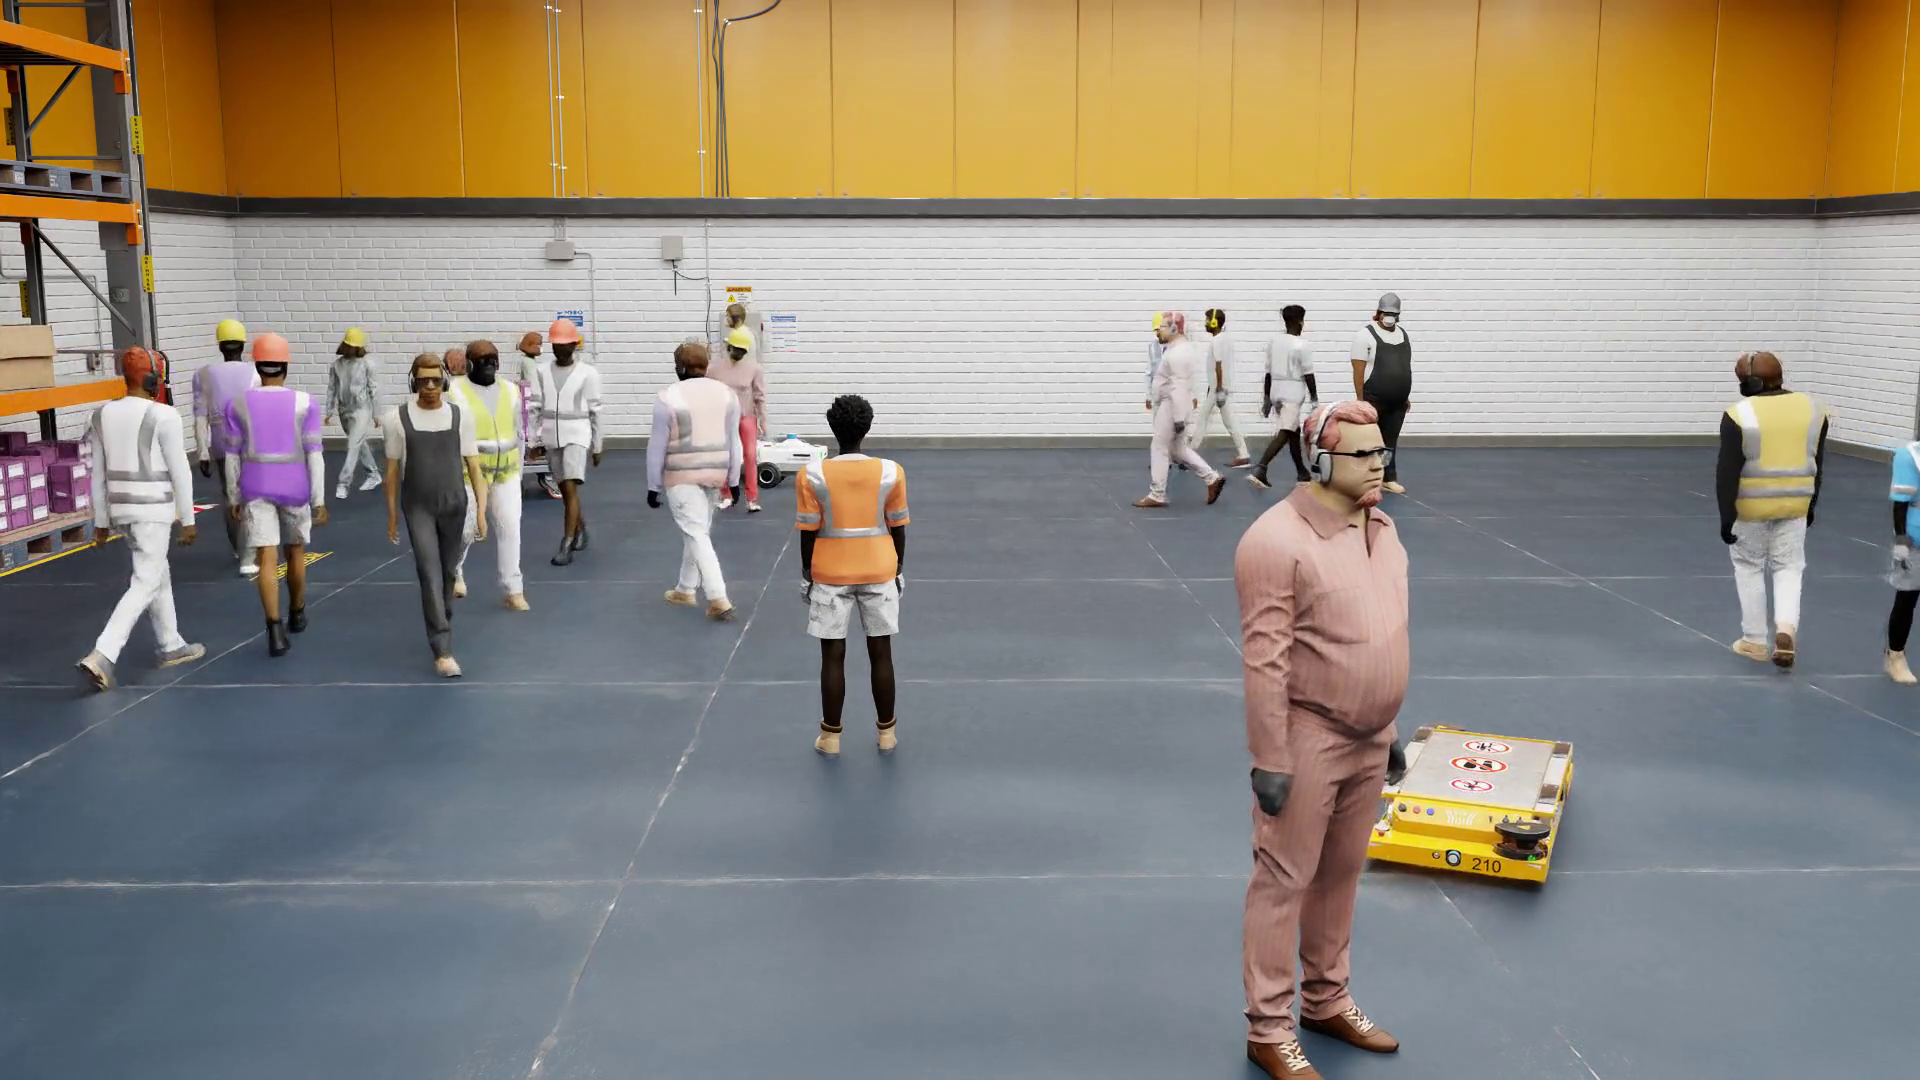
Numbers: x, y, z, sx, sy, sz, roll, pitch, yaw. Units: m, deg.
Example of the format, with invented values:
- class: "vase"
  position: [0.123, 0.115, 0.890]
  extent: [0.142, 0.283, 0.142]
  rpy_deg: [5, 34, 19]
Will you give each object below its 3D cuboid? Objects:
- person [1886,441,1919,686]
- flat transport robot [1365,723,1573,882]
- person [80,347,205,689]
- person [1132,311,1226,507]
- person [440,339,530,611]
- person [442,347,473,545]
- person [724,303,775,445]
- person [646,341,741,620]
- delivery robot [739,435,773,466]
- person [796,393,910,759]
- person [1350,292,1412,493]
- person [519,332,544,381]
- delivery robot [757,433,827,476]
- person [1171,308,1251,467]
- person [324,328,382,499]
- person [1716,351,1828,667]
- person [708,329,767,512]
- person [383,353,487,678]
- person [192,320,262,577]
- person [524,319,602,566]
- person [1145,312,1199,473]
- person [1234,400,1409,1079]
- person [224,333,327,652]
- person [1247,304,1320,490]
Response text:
- class: "person"
  position: [5.175, 0.024, 8.738]
  extent: [0.538, 1.644, 0.879]
  rpy_deg: [1, 9, 7]
- class: "flat transport robot"
  position: [2.114, 1.032, 6.796]
  extent: [0.652, 0.197, 1.431]
  rpy_deg: [4, 10, 23]
- class: "person"
  position: [-4.535, -0.133, 9.138]
  extent: [0.581, 1.852, 0.935]
  rpy_deg: [3, 10, 19]
- class: "person"
  position: [2.088, -1.231, 15.755]
  extent: [0.775, 1.881, 0.643]
  rpy_deg: [3, 10, 16]
- class: "person"
  position: [-3.235, -0.451, 11.198]
  extent: [0.634, 1.816, 0.864]
  rpy_deg: [-8, 12, -39]
- class: "person"
  position: [-4.042, -0.743, 13.514]
  extent: [0.522, 1.628, 0.466]
  rpy_deg: [-8, 12, -40]
- class: "person"
  position: [-2.474, -1.703, 18.644]
  extent: [1.013, 1.892, 0.646]
  rpy_deg: [0, 9, -2]
- class: "person"
  position: [-1.723, -0.396, 10.885]
  extent: [0.637, 1.805, 0.939]
  rpy_deg: [-8, 12, -41]
- class: "delivery robot"
  position: [-2.277, -0.914, 17.575]
  extent: [0.477, 0.478, 0.707]
  rpy_deg: [5, 10, 26]
- class: "person"
  position: [-0.496, 0.172, 7.710]
  extent: [0.533, 1.697, 0.318]
  rpy_deg: [-2, 9, -13]
- class: "person"
  position: [4.292, -1.472, 16.740]
  extent: [0.684, 2.000, 0.536]
  rpy_deg: [-4, 10, -22]
- class: "person"
  position: [-4.674, -1.440, 17.909]
  extent: [0.786, 1.600, 0.524]
  rpy_deg: [-1, 9, -7]
- class: "delivery robot"
  position: [-1.745, -0.871, 17.311]
  extent: [0.707, 0.478, 0.477]
  rpy_deg: [0, 9, 2]
- class: "person"
  position: [2.906, -1.725, 18.983]
  extent: [0.949, 1.821, 0.526]
  rpy_deg: [4, 10, 25]
- class: "person"
  position: [-6.070, -1.287, 16.702]
  extent: [0.525, 1.682, 0.909]
  rpy_deg: [2, 10, 13]
- class: "person"
  position: [4.606, -0.163, 9.439]
  extent: [0.652, 1.801, 0.686]
  rpy_deg: [1, 9, 4]
- class: "person"
  position: [-2.069, -1.104, 15.499]
  extent: [0.543, 1.707, 0.748]
  rpy_deg: [0, 9, 1]
- class: "person"
  position: [-3.008, -0.175, 9.534]
  extent: [0.523, 1.804, 0.951]
  rpy_deg: [-5, 11, -28]
- class: "person"
  position: [-5.404, -0.705, 12.530]
  extent: [0.596, 1.879, 0.977]
  rpy_deg: [-2, 9, -11]
- class: "person"
  position: [-3.077, -0.792, 13.052]
  extent: [0.547, 1.895, 0.995]
  rpy_deg: [2, 9, 10]
- class: "person"
  position: [2.364, -1.626, 18.483]
  extent: [0.643, 1.793, 0.498]
  rpy_deg: [5, 11, 30]
- class: "person"
  position: [1.048, 0.563, 4.669]
  extent: [0.636, 1.911, 0.404]
  rpy_deg: [-8, 12, -41]
- class: "person"
  position: [-4.125, -0.300, 10.037]
  extent: [0.558, 1.890, 0.977]
  rpy_deg: [-3, 10, -19]
- class: "person"
  position: [3.368, -1.482, 17.195]
  extent: [1.017, 1.924, 0.616]
  rpy_deg: [-5, 10, -28]
